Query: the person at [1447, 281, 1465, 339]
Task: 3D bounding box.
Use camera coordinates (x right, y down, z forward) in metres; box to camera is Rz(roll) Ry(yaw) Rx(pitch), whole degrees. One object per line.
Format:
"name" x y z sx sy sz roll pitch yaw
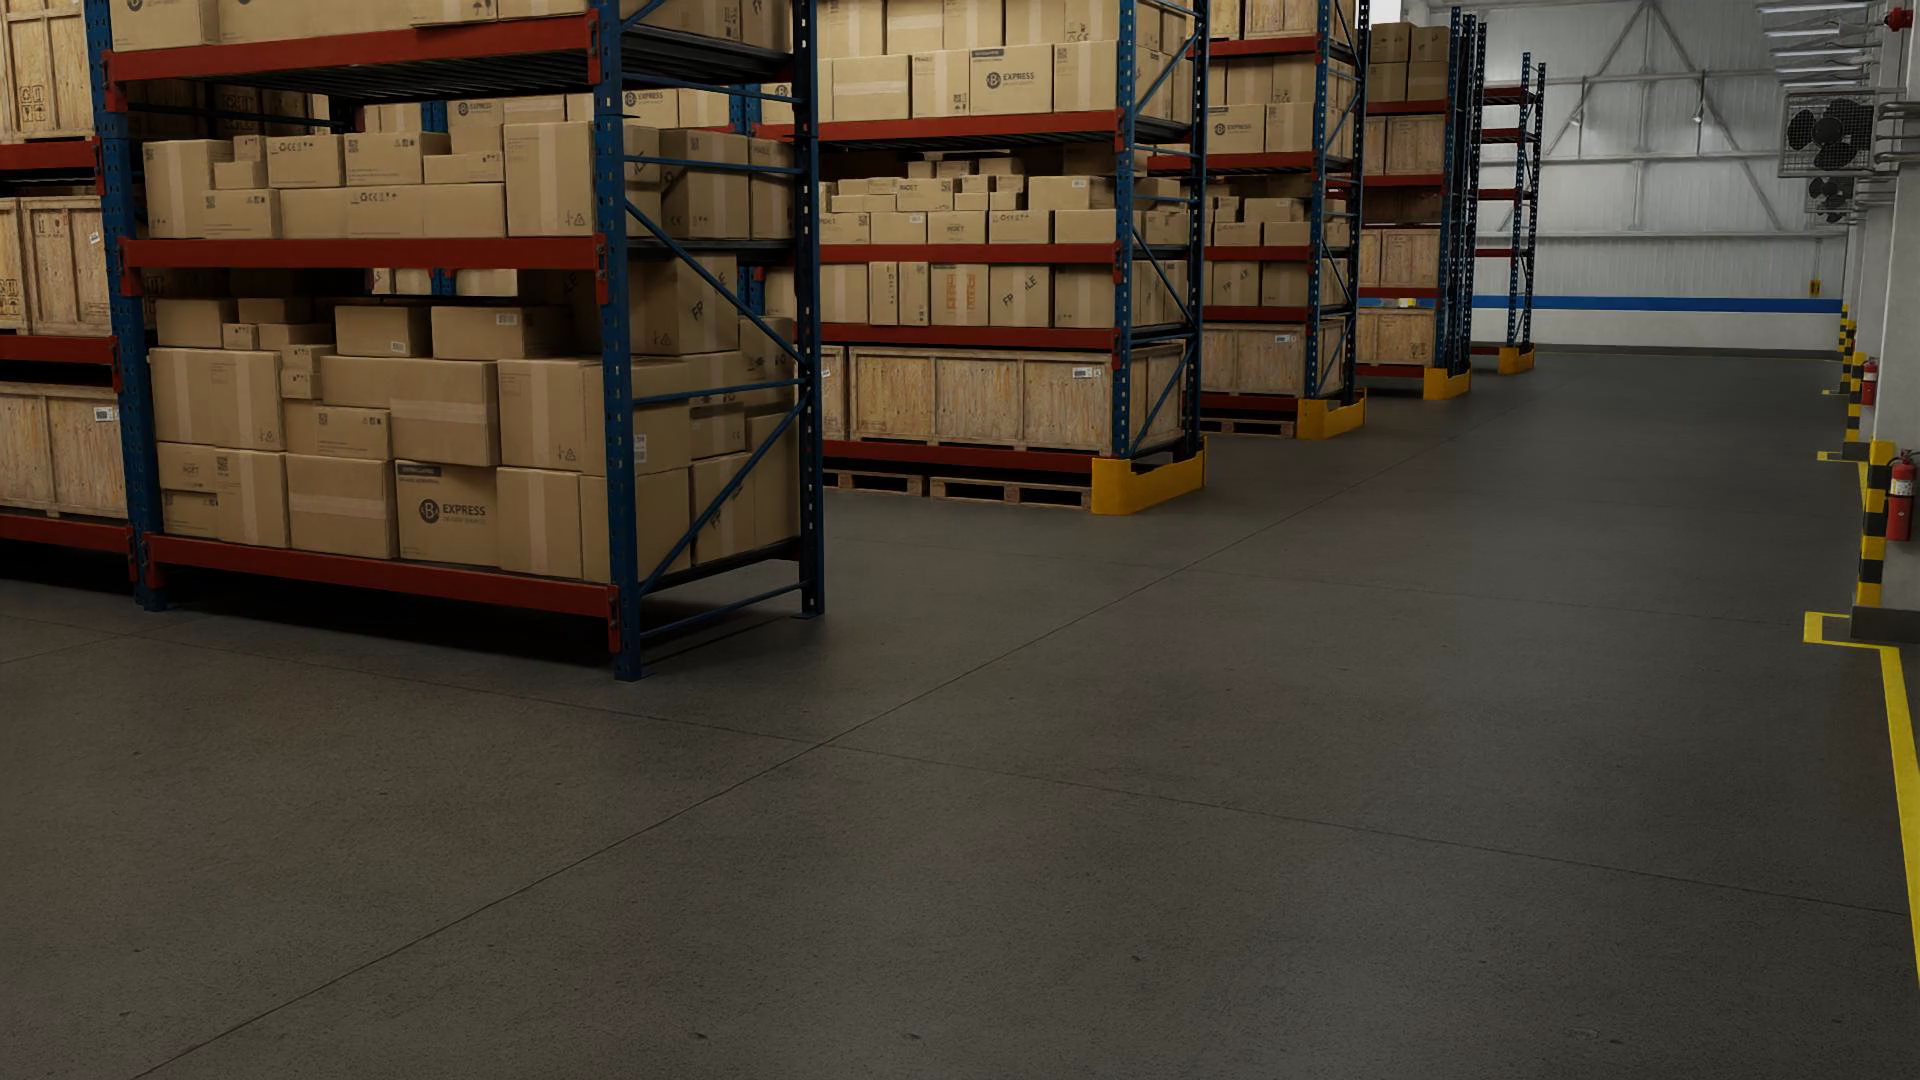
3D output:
"person" 10.908 -4.858 36.705 0.574 1.730 0.720 -5 11 -28

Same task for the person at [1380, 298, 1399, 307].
"person" 10.051 -5.232 38.856 0.499 1.726 0.408 -6 11 -31
